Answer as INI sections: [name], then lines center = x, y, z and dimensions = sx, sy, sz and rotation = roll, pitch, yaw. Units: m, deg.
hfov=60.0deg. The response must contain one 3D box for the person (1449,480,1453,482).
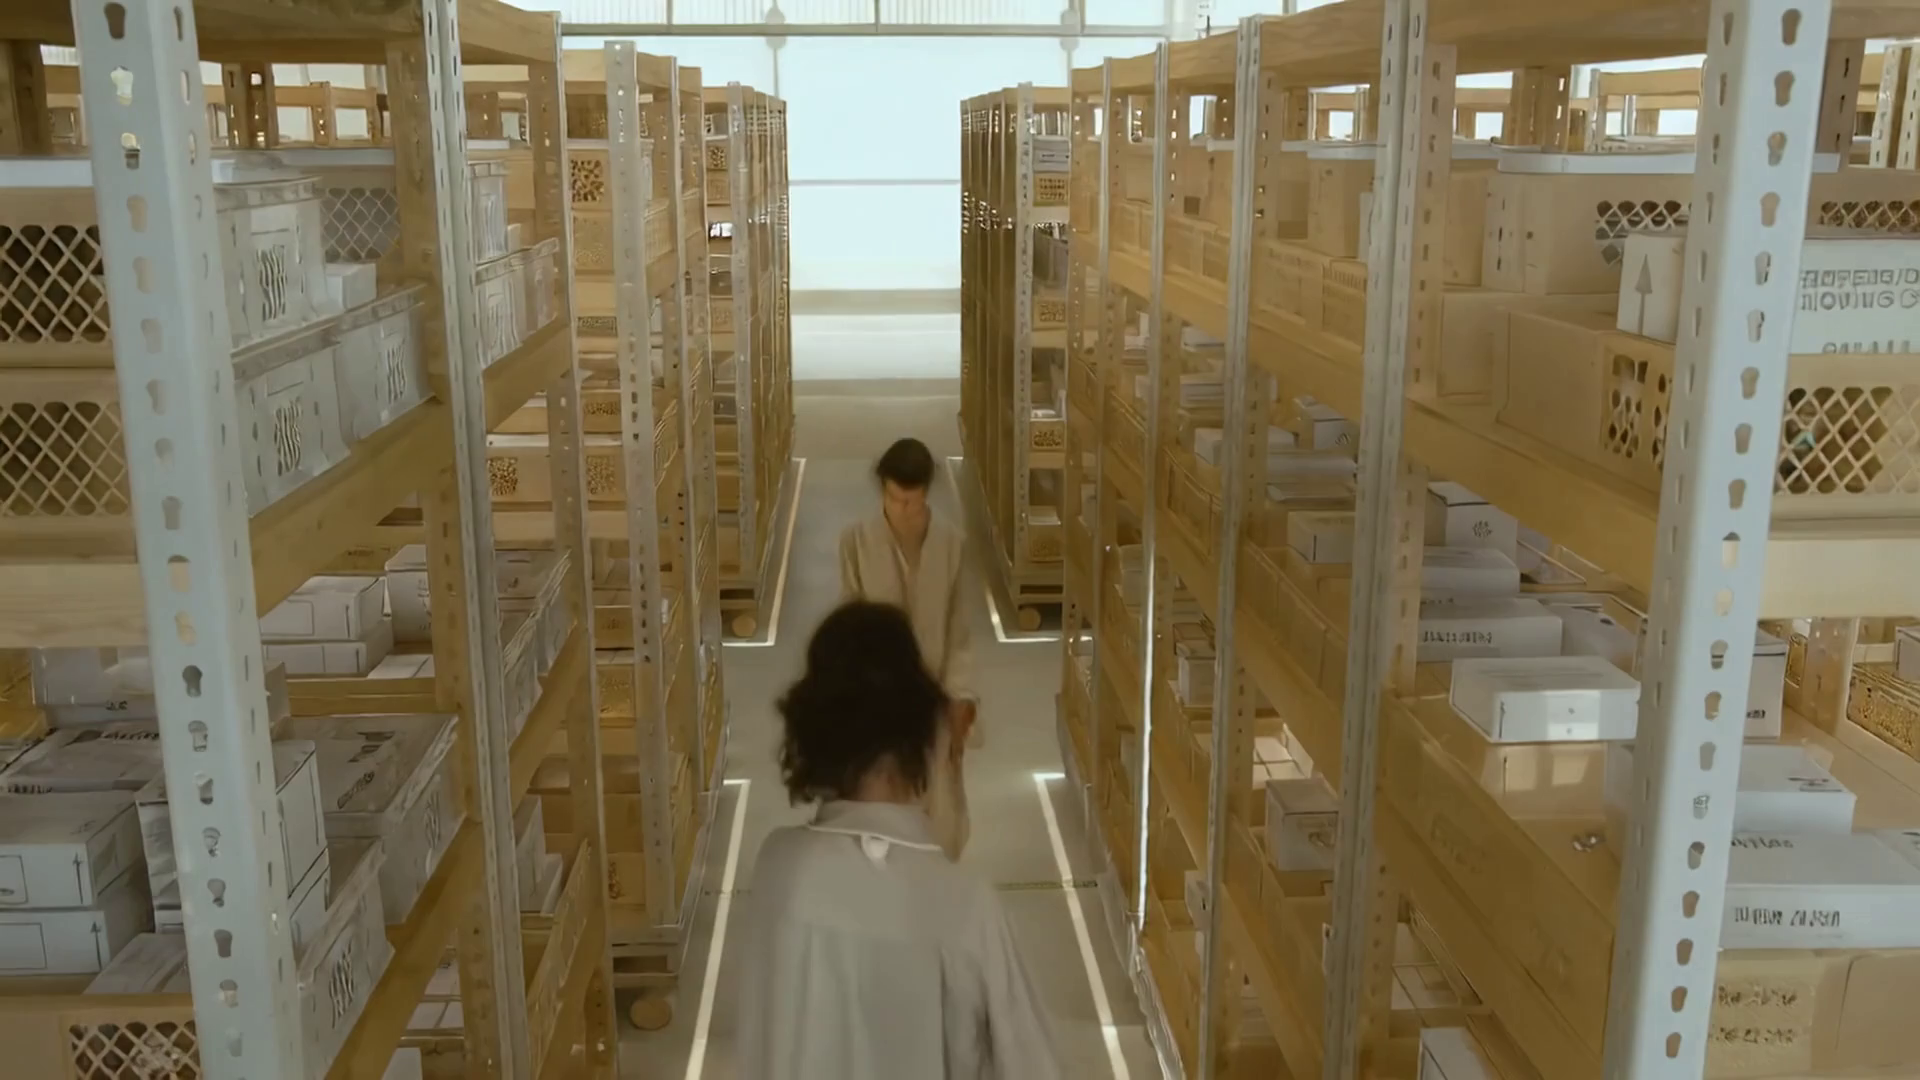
[person]
center = 4.062, -0.944, 13.453
dimensions = 0.376, 1.996, 0.612
rotation = -6, 15, -25
